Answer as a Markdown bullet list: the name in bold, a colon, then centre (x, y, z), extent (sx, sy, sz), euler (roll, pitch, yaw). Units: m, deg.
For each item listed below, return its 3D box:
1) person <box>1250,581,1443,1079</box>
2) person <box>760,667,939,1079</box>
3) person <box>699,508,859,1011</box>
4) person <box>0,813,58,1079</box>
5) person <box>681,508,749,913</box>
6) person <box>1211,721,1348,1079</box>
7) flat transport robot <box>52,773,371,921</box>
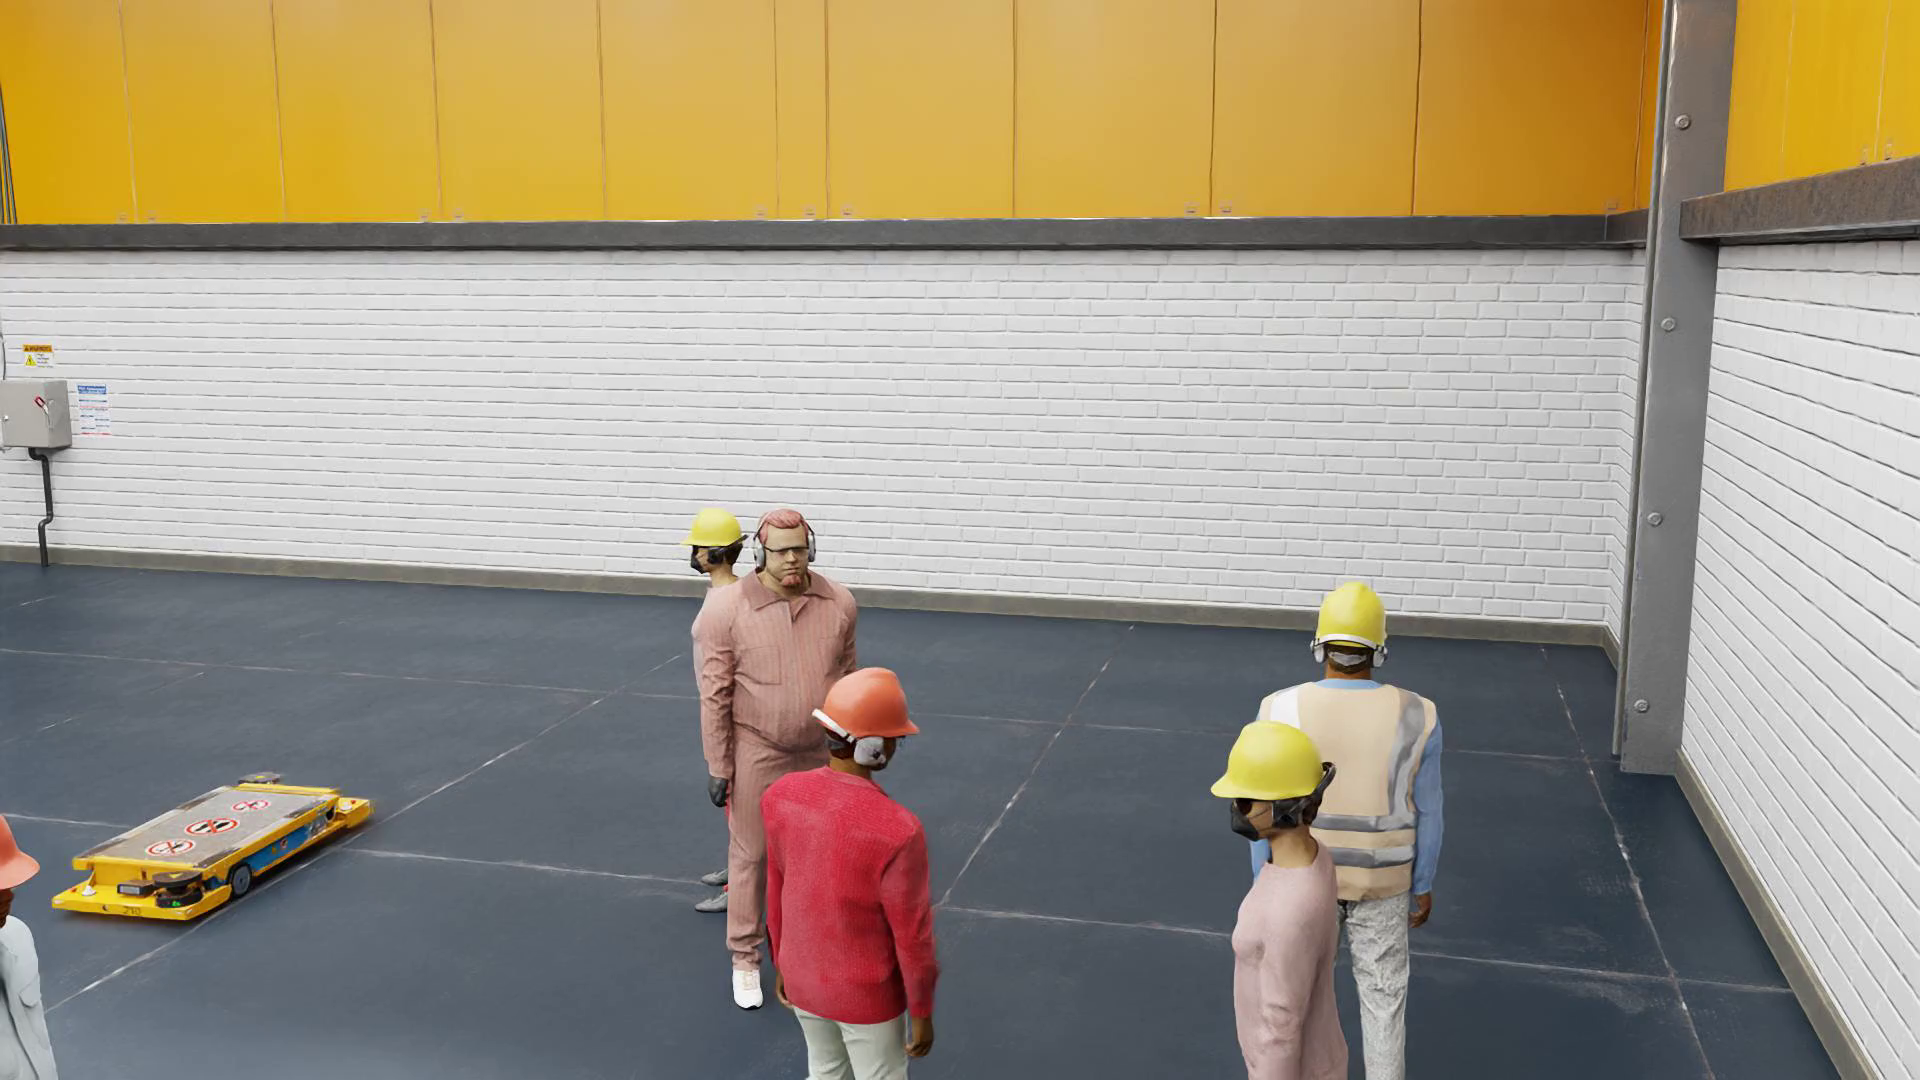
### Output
- **person**: centre (1.213, 1.039, 5.261), extent (0.588, 1.835, 0.404), euler (2, 10, 12)
- **person**: centre (-0.290, 1.201, 4.603), extent (0.577, 1.738, 0.352), euler (8, 12, 38)
- **person**: centre (-0.656, 0.820, 6.342), extent (0.651, 1.906, 0.403), euler (-5, 11, -27)
- **person**: centre (-2.043, 1.379, 3.496), extent (0.329, 1.751, 0.566), euler (-1, 10, -3)
- **person**: centre (-1.035, 0.735, 7.250), extent (0.317, 1.769, 0.523), euler (0, 10, -1)
- **person**: centre (0.759, 1.292, 4.004), extent (0.339, 1.762, 0.528), euler (3, 10, 15)
- **flat transport robot**: centre (-3.434, 1.397, 7.747), extent (0.652, 0.197, 1.431), euler (2, 10, 12)
